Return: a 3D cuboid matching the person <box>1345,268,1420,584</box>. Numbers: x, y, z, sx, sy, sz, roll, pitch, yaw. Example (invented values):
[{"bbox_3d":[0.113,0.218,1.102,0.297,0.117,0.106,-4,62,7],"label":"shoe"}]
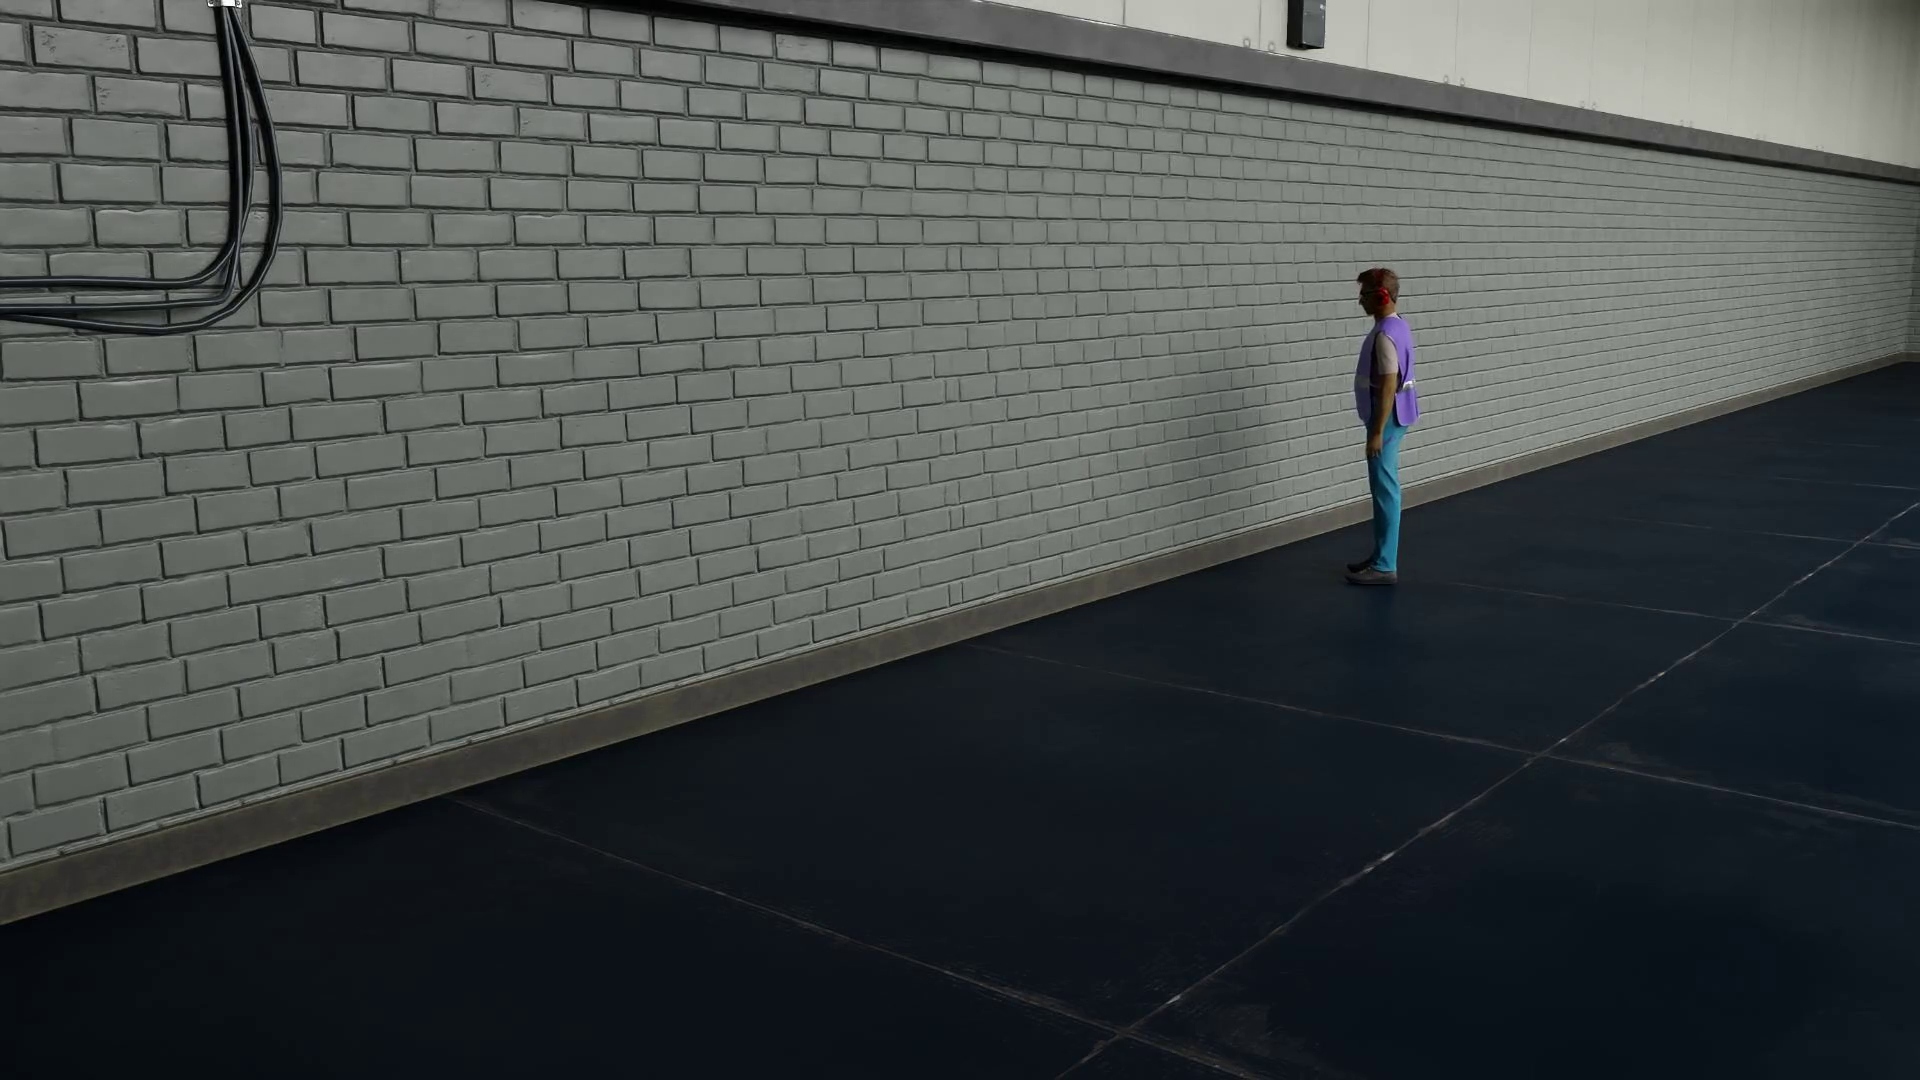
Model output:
[{"bbox_3d":[2.488,-0.666,9.753,0.393,1.841,0.563,3,11,18],"label":"person"}]
